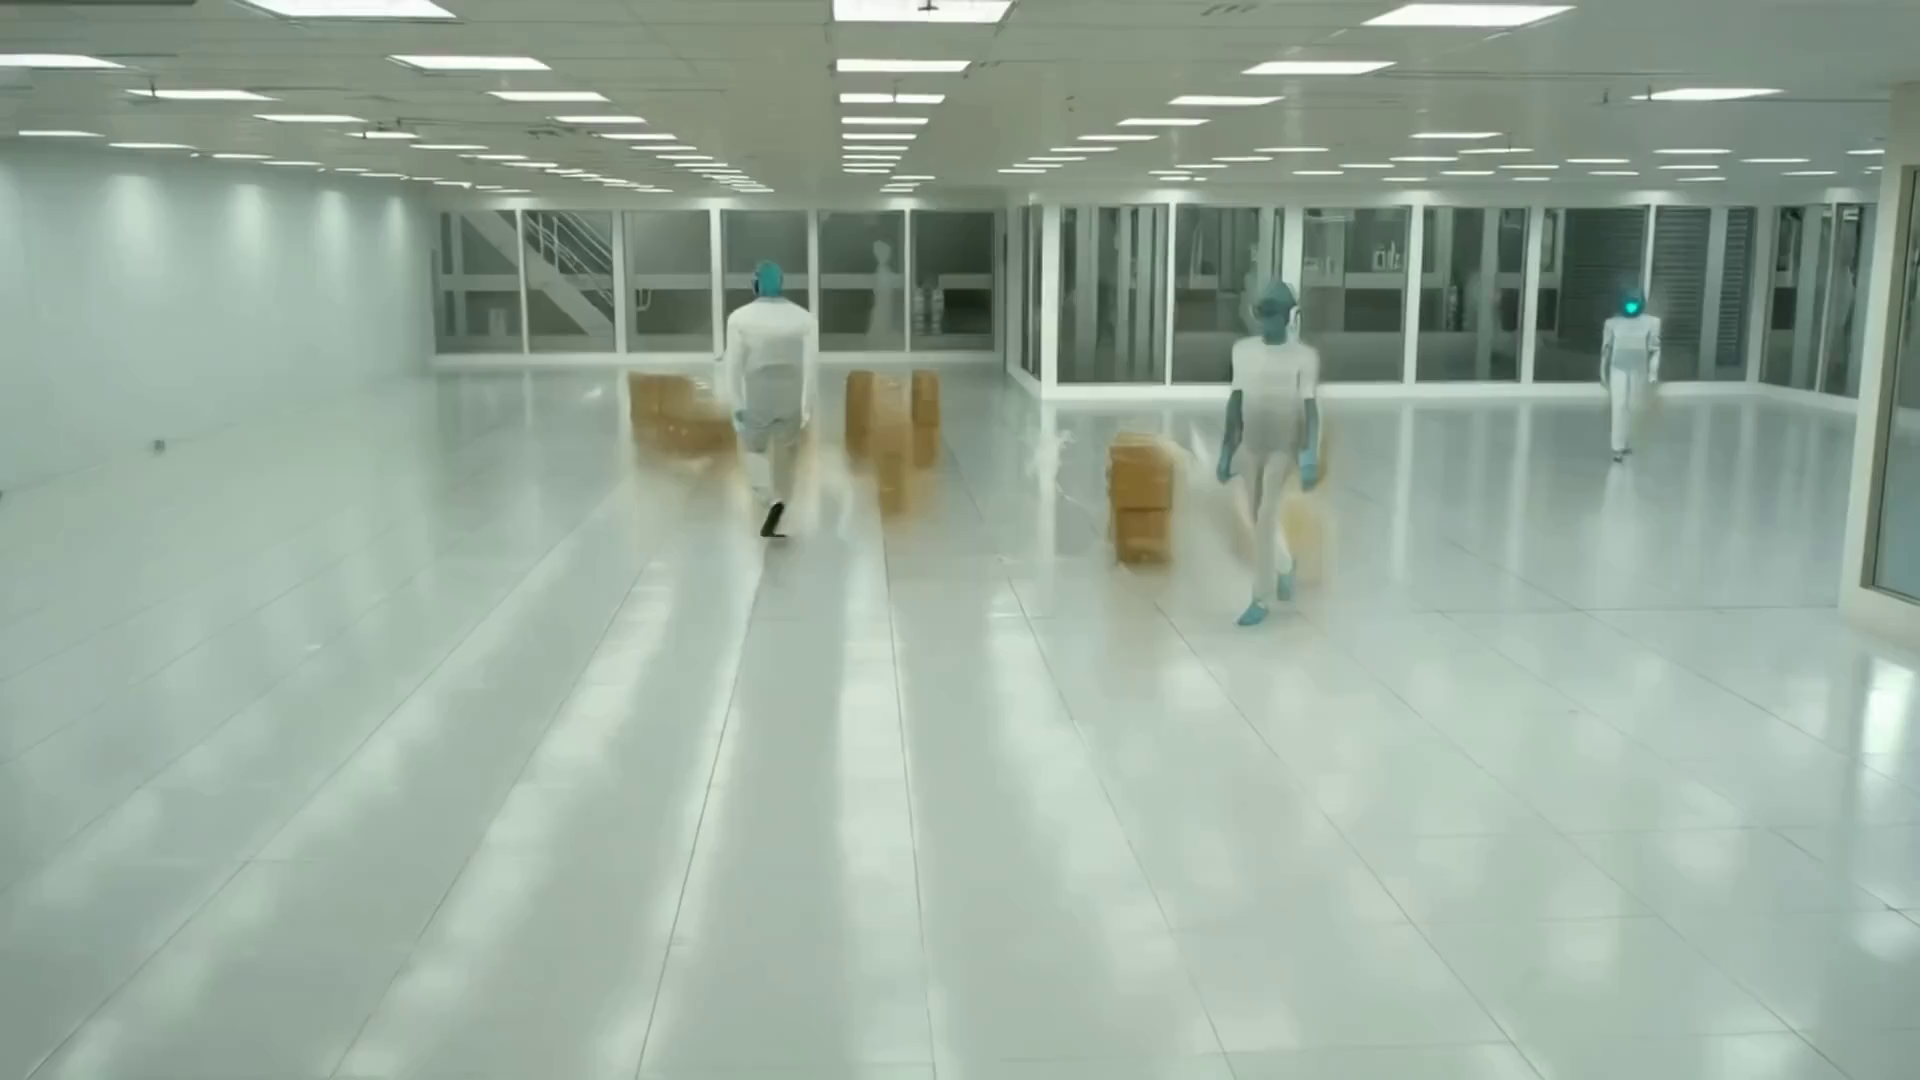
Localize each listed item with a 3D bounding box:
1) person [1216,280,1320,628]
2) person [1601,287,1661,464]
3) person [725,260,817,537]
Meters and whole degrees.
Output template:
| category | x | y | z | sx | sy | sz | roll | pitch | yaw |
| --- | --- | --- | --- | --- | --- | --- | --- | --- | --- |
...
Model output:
| category | x | y | z | sx | sy | sz | roll | pitch | yaw |
| --- | --- | --- | --- | --- | --- | --- | --- | --- | --- |
| person | 1.706 | -0.489 | 9.028 | 0.522 | 1.843 | 0.833 | 8 | 13 | 37 |
| person | 6.136 | -1.530 | 15.276 | 0.500 | 1.595 | 0.829 | 3 | 11 | 14 |
| person | -1.263 | -0.931 | 11.233 | 0.641 | 1.897 | 0.544 | -5 | 12 | -24 |
